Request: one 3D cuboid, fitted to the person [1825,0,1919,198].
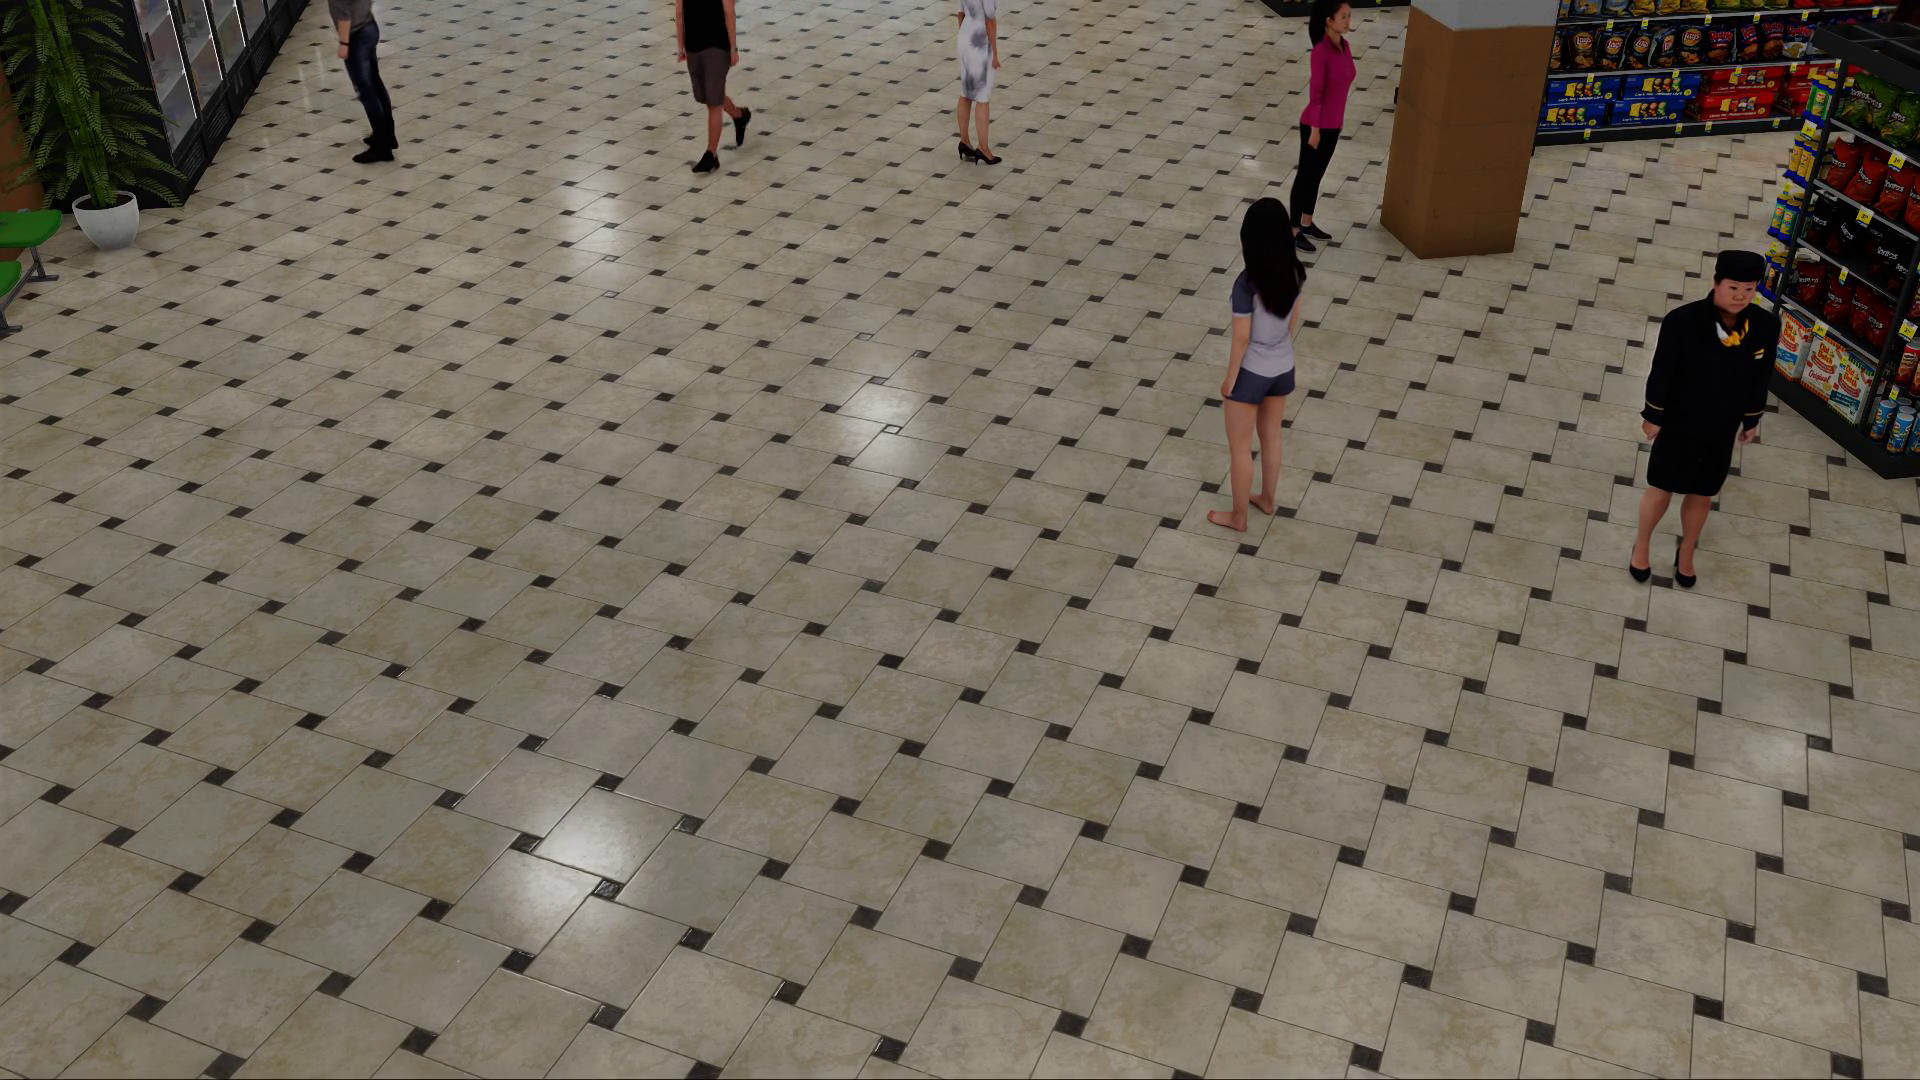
[{"bbox_3d":[6.480,-3.037,11.714,1.197,1.594,0.861,-16,35,-24],"label":"person"}]

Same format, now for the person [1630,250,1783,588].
[{"bbox_3d":[3.403,-0.547,7.638,0.680,1.671,0.822,4,32,7],"label":"person"}]

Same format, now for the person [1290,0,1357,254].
[{"bbox_3d":[2.441,-2.828,11.279,0.742,1.698,0.679,21,38,30],"label":"person"}]

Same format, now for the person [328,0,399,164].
[{"bbox_3d":[-4.625,-3.890,12.794,0.673,1.901,0.739,1,32,2],"label":"person"}]

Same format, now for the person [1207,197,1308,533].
[{"bbox_3d":[1.451,-0.838,8.073,0.620,1.707,0.735,-23,38,-32],"label":"person"}]

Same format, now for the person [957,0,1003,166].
[{"bbox_3d":[0.129,-3.761,12.730,0.655,1.749,0.644,-23,39,-32],"label":"person"}]

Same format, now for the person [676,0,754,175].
[{"bbox_3d":[-1.852,-3.777,12.671,1.142,1.839,1.136,16,35,24],"label":"person"}]
